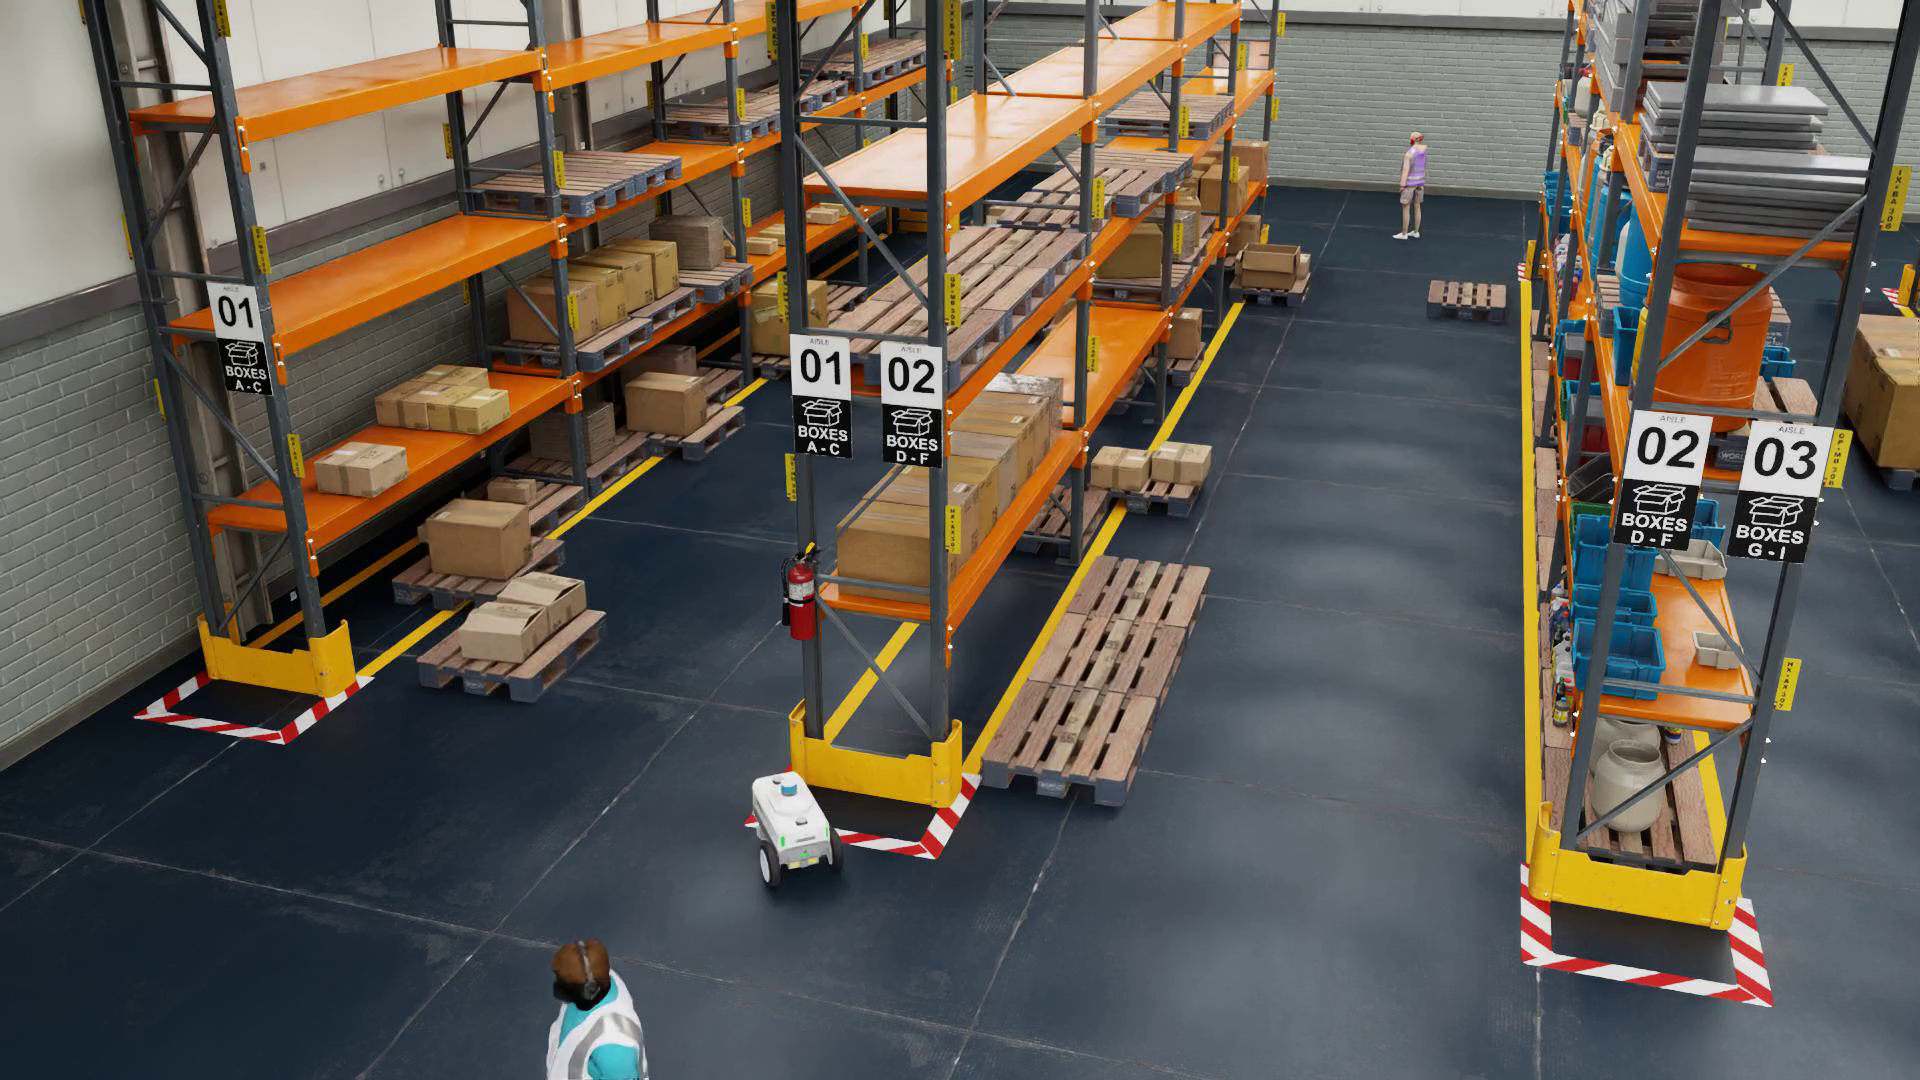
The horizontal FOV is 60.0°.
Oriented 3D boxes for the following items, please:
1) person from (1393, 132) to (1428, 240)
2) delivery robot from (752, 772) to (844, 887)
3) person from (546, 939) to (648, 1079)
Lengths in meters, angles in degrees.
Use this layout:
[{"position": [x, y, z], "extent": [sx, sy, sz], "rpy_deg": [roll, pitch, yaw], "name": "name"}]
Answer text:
[{"position": [7.184, -5.621, 26.417], "extent": [0.490, 1.688, 0.348], "rpy_deg": [-14, 27, -30], "name": "person"}, {"position": [-1.065, 1.805, 10.613], "extent": [0.522, 0.584, 0.751], "rpy_deg": [-9, 25, -20], "name": "delivery robot"}, {"position": [-1.582, 2.527, 7.327], "extent": [0.429, 1.841, 0.638], "rpy_deg": [-9, 25, -20], "name": "person"}]
